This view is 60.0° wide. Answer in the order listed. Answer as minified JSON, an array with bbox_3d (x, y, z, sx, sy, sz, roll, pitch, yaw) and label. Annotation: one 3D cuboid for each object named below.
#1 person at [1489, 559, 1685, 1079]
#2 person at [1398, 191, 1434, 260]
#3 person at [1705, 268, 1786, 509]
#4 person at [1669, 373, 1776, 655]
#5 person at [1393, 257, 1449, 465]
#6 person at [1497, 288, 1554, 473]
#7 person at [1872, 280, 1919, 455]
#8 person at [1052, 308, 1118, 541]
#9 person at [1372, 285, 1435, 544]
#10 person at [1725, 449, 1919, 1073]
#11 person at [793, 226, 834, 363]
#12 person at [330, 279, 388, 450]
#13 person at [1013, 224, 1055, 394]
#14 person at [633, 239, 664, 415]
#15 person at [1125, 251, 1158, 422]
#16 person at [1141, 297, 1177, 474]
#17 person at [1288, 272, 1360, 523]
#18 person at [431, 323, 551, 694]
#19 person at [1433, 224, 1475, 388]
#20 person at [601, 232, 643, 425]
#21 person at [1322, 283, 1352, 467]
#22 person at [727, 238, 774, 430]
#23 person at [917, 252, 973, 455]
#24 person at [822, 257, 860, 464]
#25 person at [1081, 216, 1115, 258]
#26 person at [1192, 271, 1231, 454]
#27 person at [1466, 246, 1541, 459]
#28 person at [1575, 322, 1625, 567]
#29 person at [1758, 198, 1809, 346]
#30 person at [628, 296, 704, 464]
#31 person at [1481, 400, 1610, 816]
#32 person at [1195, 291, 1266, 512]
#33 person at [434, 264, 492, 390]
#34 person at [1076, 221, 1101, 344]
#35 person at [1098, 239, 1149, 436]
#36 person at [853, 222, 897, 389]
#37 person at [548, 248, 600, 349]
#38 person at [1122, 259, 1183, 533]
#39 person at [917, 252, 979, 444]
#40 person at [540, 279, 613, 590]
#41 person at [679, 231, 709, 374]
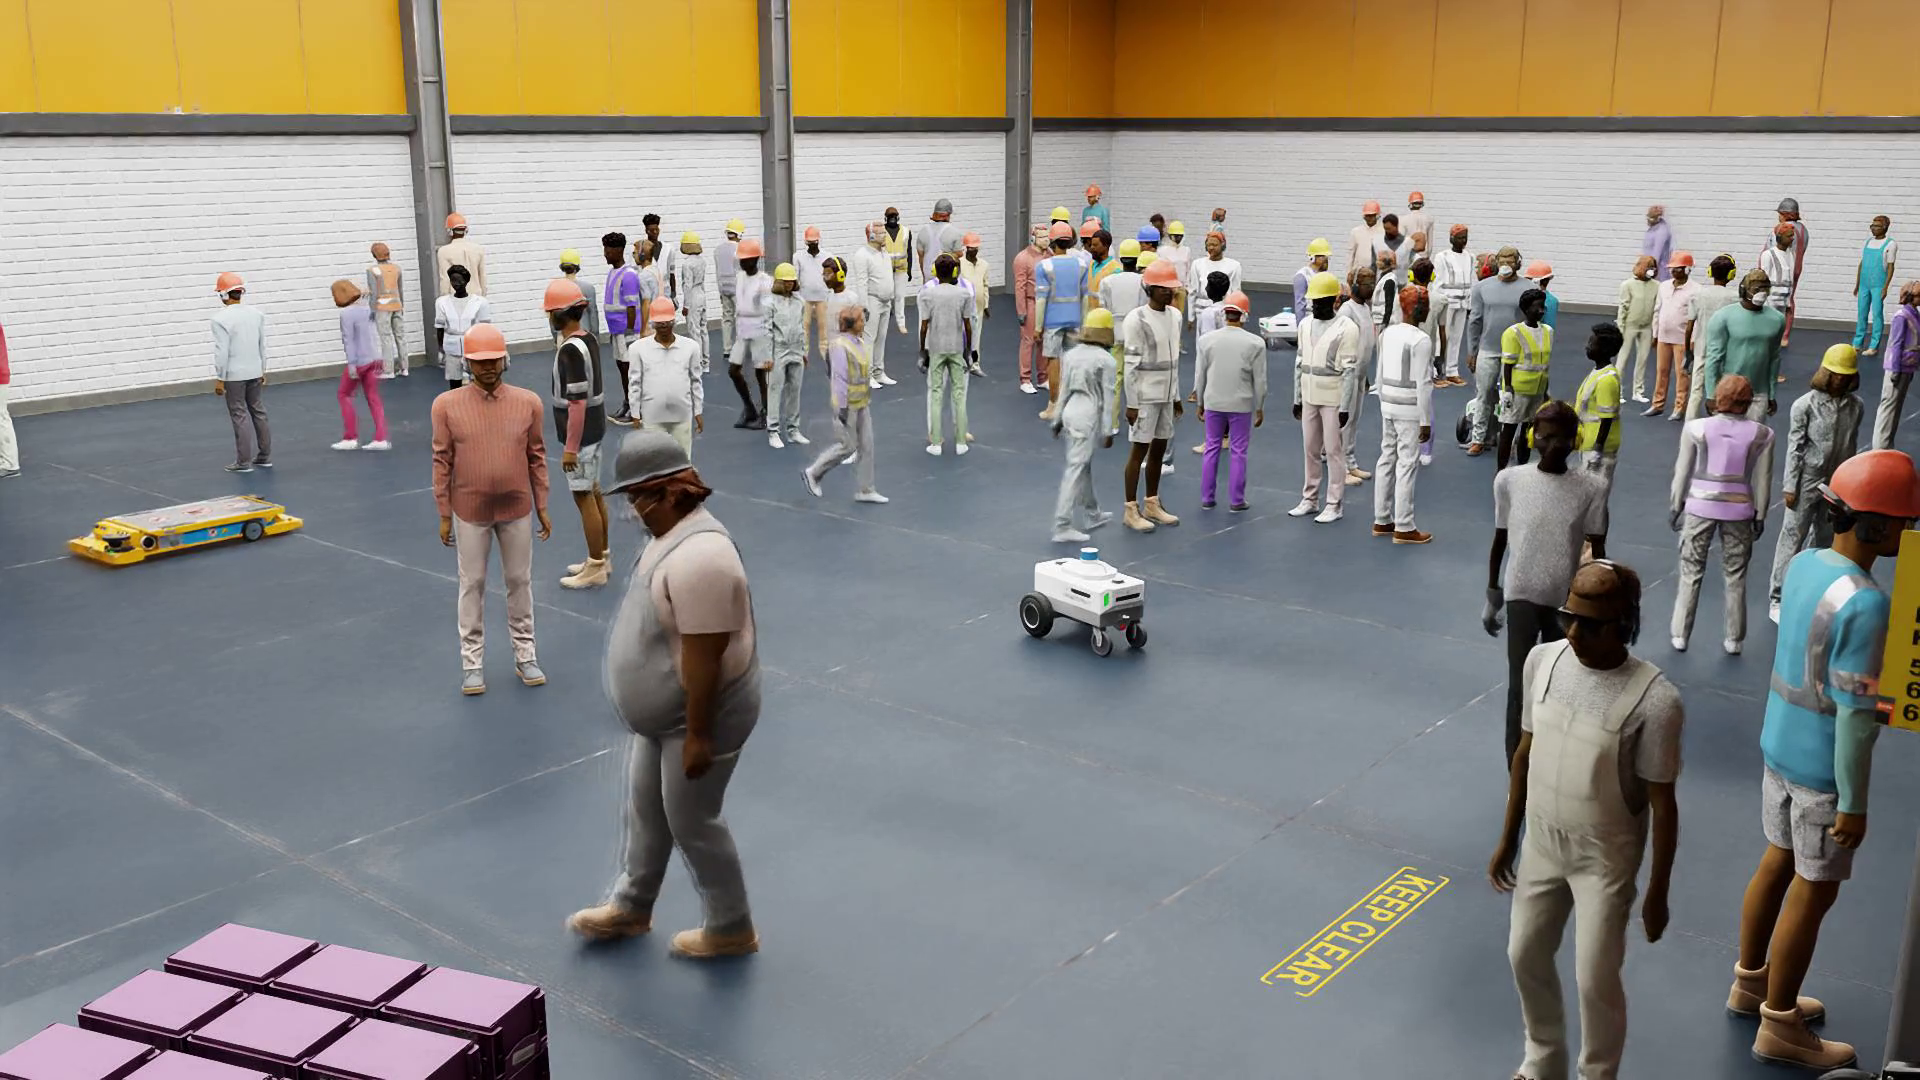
[{"bbox_3d":[1.836,0.933,4.872,0.362,1.832,0.523,-9,16,-31],"label":"person"},{"bbox_3d":[7.081,-4.438,26.001,0.612,1.995,0.393,-3,14,-13],"label":"person"},{"bbox_3d":[6.068,-1.134,12.912,0.631,1.940,0.371,-2,14,-10],"label":"person"},{"bbox_3d":[4.369,-0.140,9.574,0.520,1.629,0.319,5,15,20],"label":"person"},{"bbox_3d":[4.081,-1.590,14.887,0.538,1.863,0.314,-1,14,-3],"label":"person"},{"bbox_3d":[4.704,-1.240,13.829,0.536,1.697,0.318,-8,16,-28],"label":"person"},{"bbox_3d":[8.573,-1.542,15.148,0.311,1.639,0.521,13,19,41],"label":"person"},{"bbox_3d":[0.962,-0.861,12.330,0.774,1.686,0.506,-11,18,-38],"label":"person"},{"bbox_3d":[3.256,-0.914,12.147,0.354,1.883,0.576,-5,15,-19],"label":"person"},{"bbox_3d":[2.808,0.708,5.364,0.405,2.034,0.608,2,14,7],"label":"person"},{"bbox_3d":[-1.864,-3.125,21.245,0.573,1.749,0.343,-2,14,-6],"label":"person"},{"bbox_3d":[-5.683,-1.632,15.563,0.637,1.597,0.521,2,14,8],"label":"person"},{"bbox_3d":[0.909,-2.636,18.980,0.644,1.908,0.408,-12,18,-40],"label":"person"},{"bbox_3d":[-3.270,-2.227,17.470,0.336,1.845,0.513,2,14,8],"label":"person"},{"bbox_3d":[1.876,-2.034,16.852,0.304,1.772,0.531,-3,14,-10],"label":"person"},{"bbox_3d":[1.745,-1.392,14.562,0.266,1.632,0.509,-3,14,-10],"label":"person"},{"bbox_3d":[2.783,-1.094,12.795,0.396,1.920,0.587,-9,17,-33],"label":"person"},{"bbox_3d":[-2.506,-0.170,8.942,0.610,1.996,0.378,-7,15,-24],"label":"person"},{"bbox_3d":[5.745,-2.721,19.366,0.587,1.882,0.342,-7,16,-27],"label":"person"},{"bbox_3d":[-3.445,-2.160,16.978,0.375,1.959,0.603,-7,16,-27],"label":"person"},{"bbox_3d":[3.370,-1.467,14.846,0.309,1.641,0.513,-2,14,-7],"label":"person"},{"bbox_3d":[-2.087,-2.028,16.519,0.587,1.917,0.536,12,18,39],"label":"person"},{"bbox_3d":[-0.139,-1.716,15.374,0.521,1.873,0.328,-2,14,-7],"label":"person"},{"bbox_3d":[-1.078,-1.623,15.047,0.337,1.856,0.524,-9,17,-33],"label":"person"},{"bbox_3d":[1.635,-3.036,20.579,0.403,1.906,0.651,-6,15,-23],"label":"person"},{"bbox_3d":[2.369,-1.639,15.421,0.319,1.696,0.532,10,17,34],"label":"person"},{"bbox_3d":[4.958,-1.715,15.236,0.636,1.939,0.364,6,15,22],"label":"person"},{"bbox_3d":[4.379,-0.651,11.470,0.319,1.699,0.532,3,14,12],"label":"person"},{"bbox_3d":[11.212,-3.656,22.784,0.679,2.000,0.537,-10,17,-34],"label":"person"},{"bbox_3d":[-2.226,-0.974,12.646,0.572,1.750,0.331,-4,15,-17],"label":"person"},{"bbox_3d":[2.674,0.247,7.610,0.527,1.841,0.909,4,15,16],"label":"person"},{"bbox_3d":[2.139,-1.088,13.133,0.573,1.741,0.355,6,15,24],"label":"person"},{"bbox_3d":[-4.817,-1.825,16.164,0.541,1.696,0.316,-1,14,-6],"label":"person"},{"bbox_3d":[1.470,-2.669,19.044,0.362,1.939,0.542,1,14,2],"label":"person"},{"bbox_3d":[1.643,-1.969,16.268,0.587,1.930,0.360,4,15,16],"label":"person"},{"bbox_3d":[-0.968,-2.730,19.348,0.410,1.913,0.643,7,16,26],"label":"person"},{"bbox_3d":[-3.972,-2.111,17.162,0.525,1.772,0.304,1,14,3],"label":"person"},{"bbox_3d":[1.480,-1.082,12.494,0.390,2.040,0.614,14,19,43],"label":"person"},{"bbox_3d":[-0.102,-1.836,15.951,0.632,1.833,0.431,-7,16,-27],"label":"person"},{"bbox_3d":[-2.526,-0.687,10.920,0.390,2.039,0.612,0,14,-1],"label":"person"},{"bbox_3d":[-3.273,-2.899,20.363,0.295,1.744,0.488,4,15,15],"label":"person"}]
